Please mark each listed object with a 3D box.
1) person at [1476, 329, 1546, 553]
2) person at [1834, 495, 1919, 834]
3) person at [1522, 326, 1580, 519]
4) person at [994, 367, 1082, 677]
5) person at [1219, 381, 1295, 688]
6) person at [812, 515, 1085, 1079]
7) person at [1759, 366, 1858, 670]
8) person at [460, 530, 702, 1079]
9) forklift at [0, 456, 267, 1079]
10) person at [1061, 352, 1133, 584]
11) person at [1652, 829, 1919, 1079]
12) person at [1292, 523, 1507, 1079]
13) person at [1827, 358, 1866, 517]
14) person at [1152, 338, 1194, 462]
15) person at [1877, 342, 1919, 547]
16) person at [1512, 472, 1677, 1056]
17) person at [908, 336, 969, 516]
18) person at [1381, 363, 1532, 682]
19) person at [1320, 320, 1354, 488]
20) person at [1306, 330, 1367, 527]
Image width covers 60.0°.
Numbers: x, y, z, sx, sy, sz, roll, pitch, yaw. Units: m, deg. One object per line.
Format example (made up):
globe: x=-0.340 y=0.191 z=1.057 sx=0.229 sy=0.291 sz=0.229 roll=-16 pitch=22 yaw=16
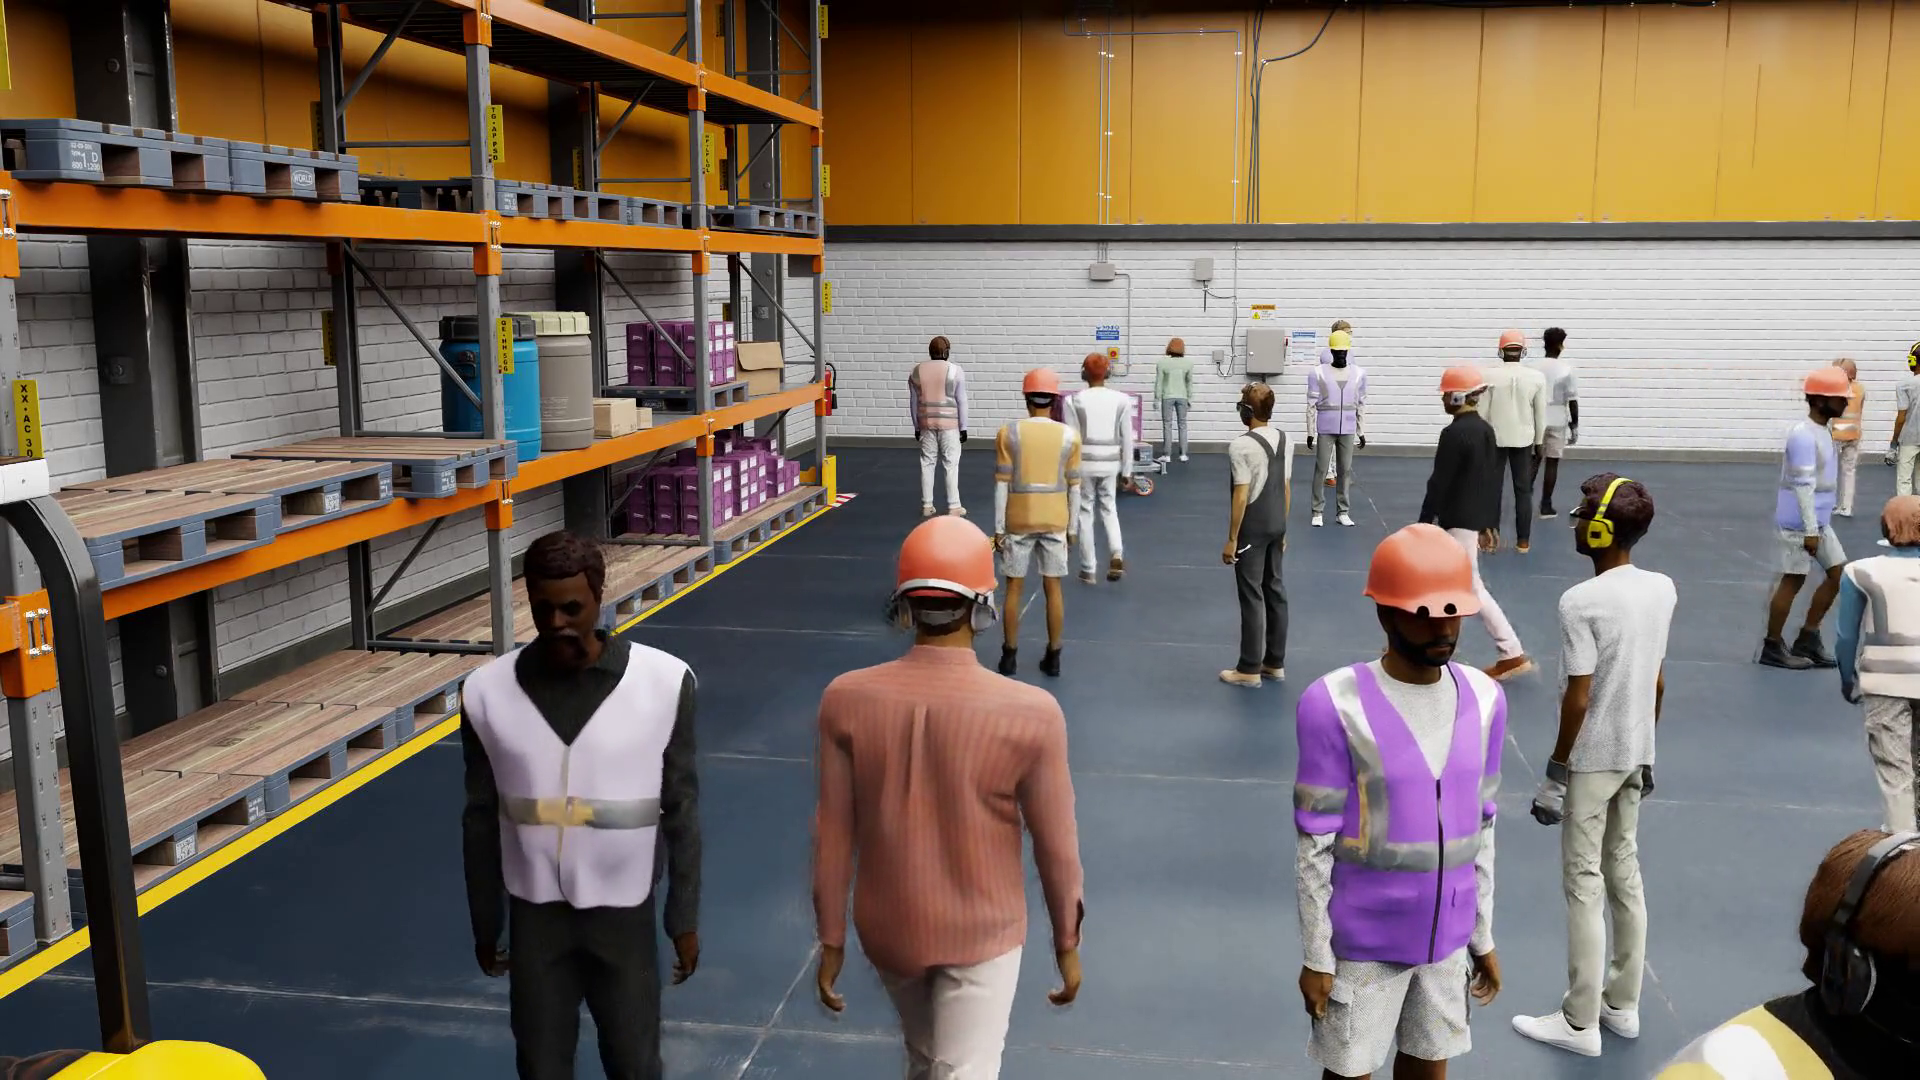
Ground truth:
person: x=4.880 y=-0.877 z=14.806 sx=0.623 sy=1.989 sz=0.400 roll=1 pitch=9 yaw=6
person: x=3.868 y=0.613 z=6.825 sx=0.532 sy=1.603 sz=0.743 roll=3 pitch=10 yaw=15
person: x=5.947 y=-1.183 z=16.822 sx=0.618 sy=1.949 sz=0.414 roll=8 pitch=12 yaw=41
person: x=0.476 y=-0.103 z=10.313 sx=0.555 sy=1.922 sz=0.457 roll=-1 pitch=9 yaw=-5
person: x=1.789 y=-0.031 z=10.042 sx=0.506 sy=1.846 sz=0.351 roll=-7 pitch=12 yaw=-37
person: x=-0.034 y=0.914 z=3.914 sx=0.635 sy=1.950 sz=1.008 roll=3 pitch=10 yaw=19
person: x=5.354 y=-0.122 z=10.374 sx=0.604 sy=1.914 sz=0.589 roll=8 pitch=12 yaw=40
person: x=-0.937 y=0.892 z=4.182 sx=0.607 sy=1.897 sz=0.621 roll=0 pitch=9 yaw=-1
forklift: x=-2.328 y=0.975 z=2.765 sx=2.313 sy=2.155 sz=1.214 roll=1 pitch=9 yaw=9
person: x=1.084 y=-0.552 z=13.178 sx=0.583 sy=1.867 sz=0.554 roll=-2 pitch=9 yaw=-12
person: x=1.131 y=1.260 z=2.124 sx=0.629 sy=1.849 sz=0.429 roll=-3 pitch=10 yaw=-19
person: x=1.041 y=0.918 z=3.904 sx=0.542 sy=1.938 sz=0.357 roll=-3 pitch=10 yaw=-19
person: x=8.976 y=-1.042 z=16.972 sx=0.518 sy=1.625 sz=0.440 roll=-3 pitch=10 yaw=-16
person: x=2.799 y=-1.830 z=21.827 sx=0.541 sy=1.625 sz=0.302 roll=-1 pitch=9 yaw=-5
person: x=8.613 y=-0.852 z=15.028 sx=0.514 sy=1.872 sz=0.328 roll=-2 pitch=9 yaw=-12
person: x=2.048 y=0.715 z=5.349 sx=0.520 sy=1.876 sz=0.326 roll=-6 pitch=11 yaw=-33
person: x=-0.200 y=-1.153 z=16.974 sx=0.626 sy=1.844 sz=0.429 roll=3 pitch=10 yaw=20
person: x=3.125 y=-0.118 z=10.276 sx=0.987 sy=1.954 sz=0.608 roll=6 pitch=11 yaw=34
person: x=4.387 y=-1.581 z=19.313 sx=0.372 sy=1.940 sz=0.632 roll=6 pitch=11 yaw=34
person: x=3.691 y=-1.085 z=16.286 sx=0.594 sy=1.925 sz=0.379 roll=-1 pitch=9 yaw=-4
